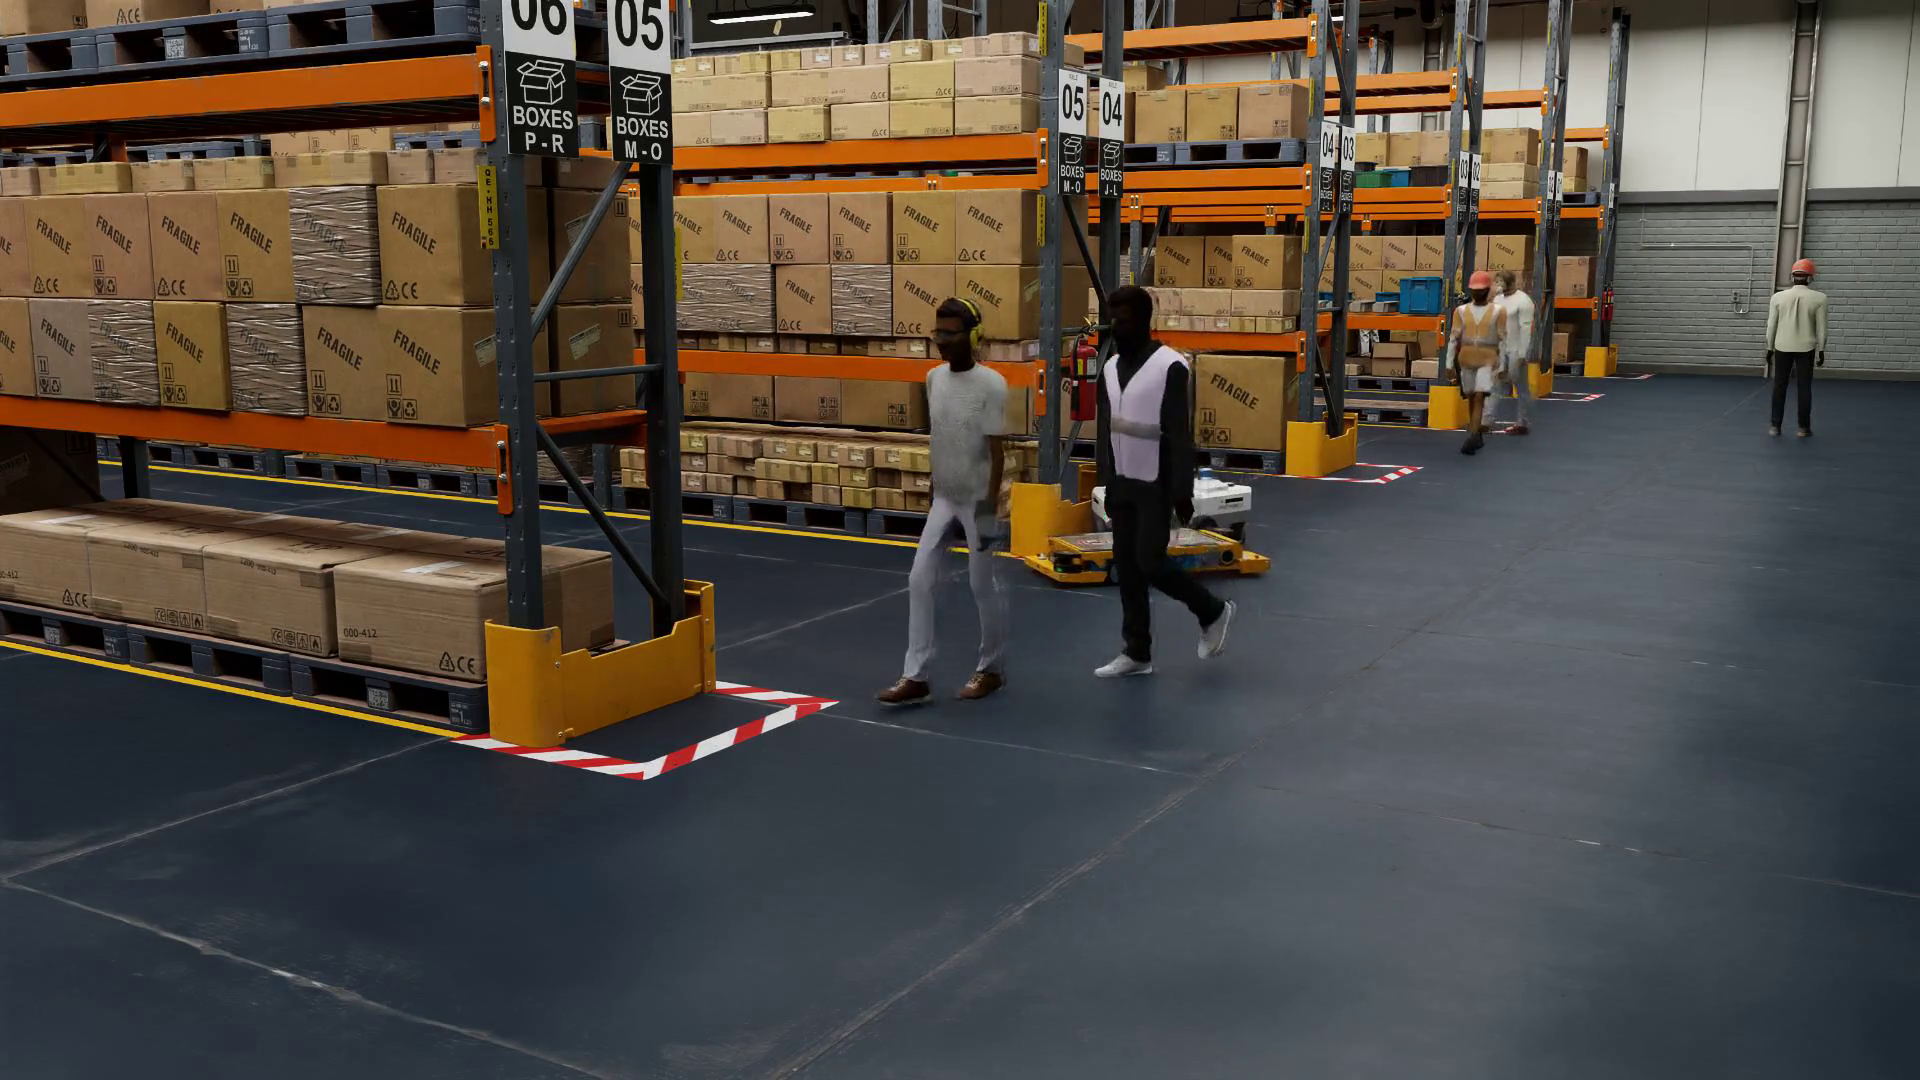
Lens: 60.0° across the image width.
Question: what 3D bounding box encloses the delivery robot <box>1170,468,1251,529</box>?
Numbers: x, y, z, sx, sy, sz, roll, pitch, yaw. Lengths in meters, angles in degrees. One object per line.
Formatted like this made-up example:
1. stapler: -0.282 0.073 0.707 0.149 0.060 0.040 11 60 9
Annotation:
1. delivery robot: 1.698 -0.255 11.549 0.707 0.478 0.477 -8 13 -39

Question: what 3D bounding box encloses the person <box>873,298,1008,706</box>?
1. person: -0.061 -0.145 7.411 0.573 1.836 0.823 9 13 41

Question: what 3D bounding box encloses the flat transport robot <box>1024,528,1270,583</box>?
1. flat transport robot: 1.193 0.088 10.645 1.431 0.197 0.652 -3 10 -17

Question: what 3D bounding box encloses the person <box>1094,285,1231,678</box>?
1. person: 0.962 -0.280 8.048 0.631 1.892 0.630 -5 11 -27

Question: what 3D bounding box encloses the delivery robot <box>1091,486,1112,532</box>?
1. delivery robot: 1.114 -0.224 11.365 0.477 0.478 0.707 -1 10 -5

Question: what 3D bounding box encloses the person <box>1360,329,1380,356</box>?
1. person: 7.160 -3.876 29.140 0.574 1.882 0.358 -4 11 -24

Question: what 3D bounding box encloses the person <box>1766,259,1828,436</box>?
1. person: 9.467 -2.171 18.832 0.623 1.990 0.400 6 12 33

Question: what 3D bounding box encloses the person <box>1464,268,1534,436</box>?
1. person: 6.086 -2.089 18.661 0.932 1.880 0.660 -4 11 -24

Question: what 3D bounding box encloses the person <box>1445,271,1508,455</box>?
1. person: 5.357 -1.843 17.251 0.564 1.885 1.015 6 11 30
